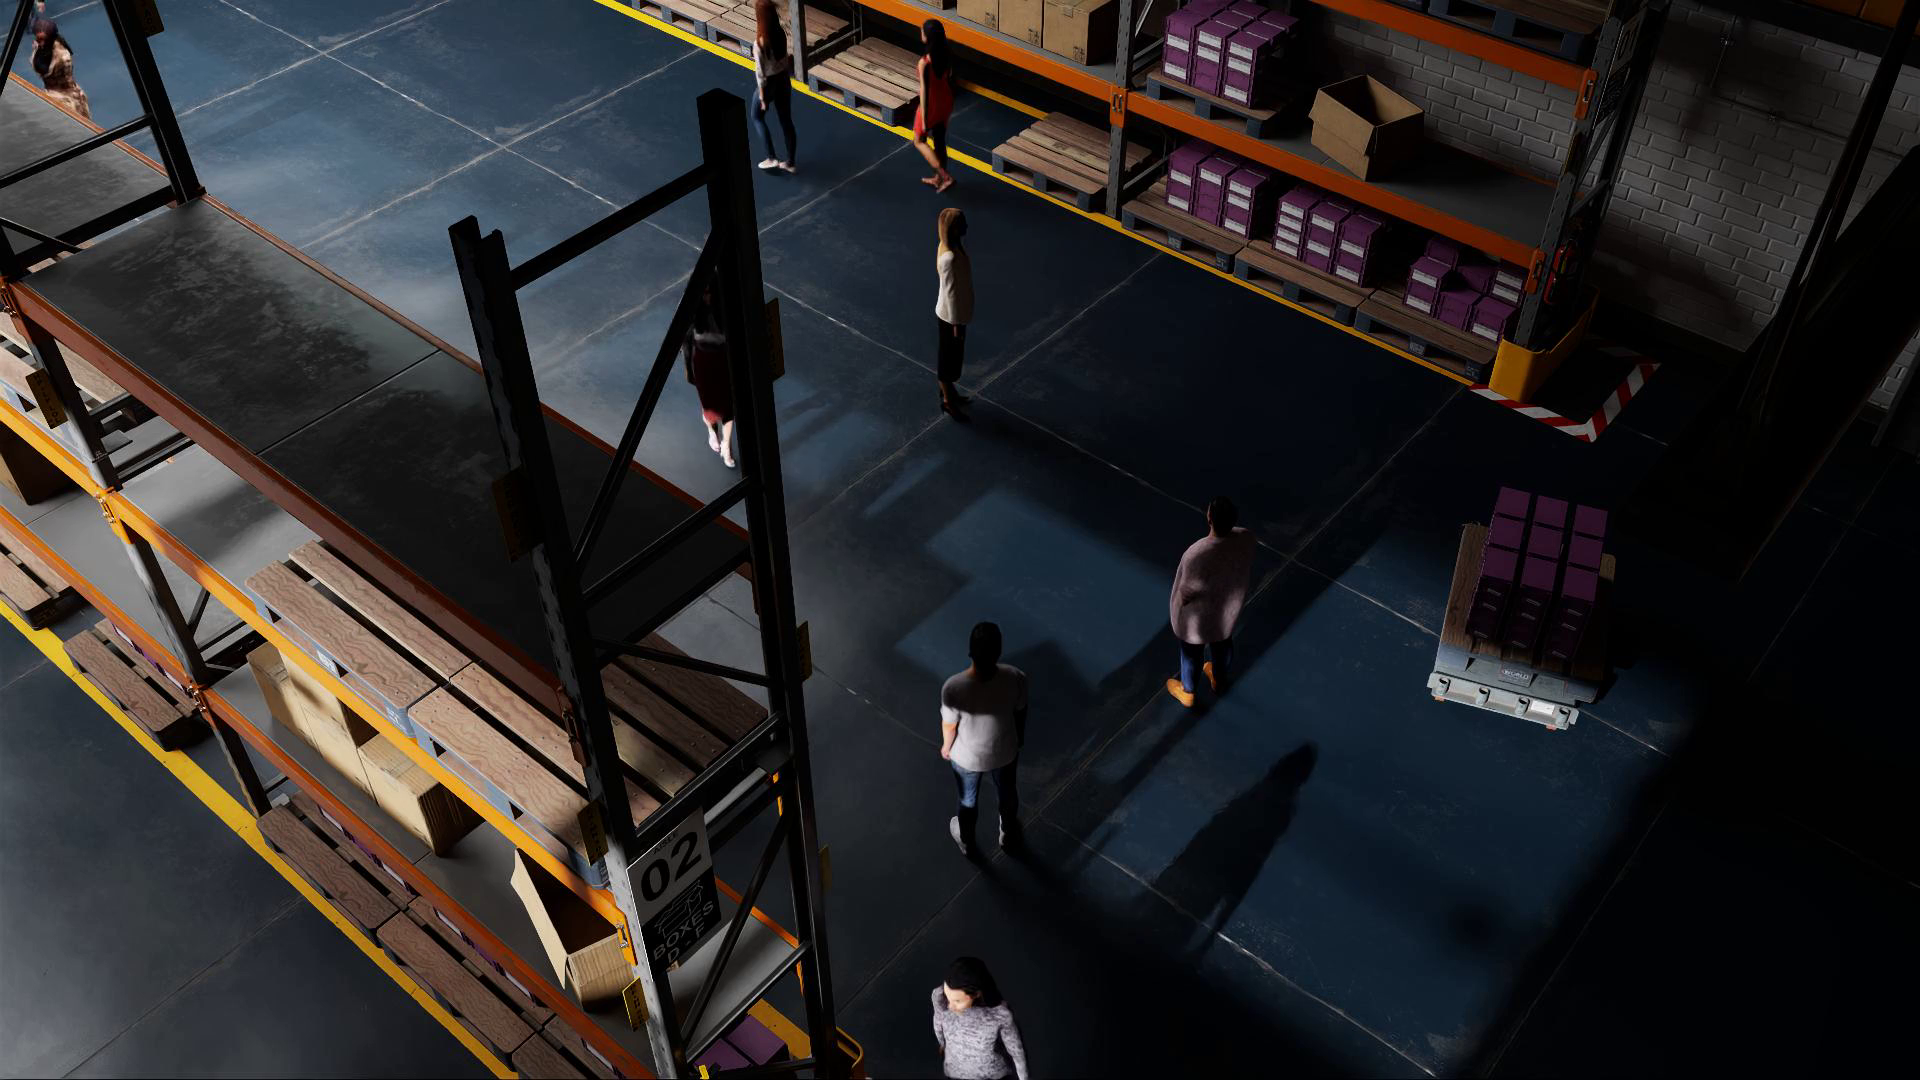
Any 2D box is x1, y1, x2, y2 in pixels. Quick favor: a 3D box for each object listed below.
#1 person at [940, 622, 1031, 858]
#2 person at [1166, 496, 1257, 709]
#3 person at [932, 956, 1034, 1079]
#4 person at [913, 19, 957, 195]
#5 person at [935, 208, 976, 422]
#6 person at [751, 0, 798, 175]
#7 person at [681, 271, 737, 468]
[{"bbox_3d":[0.144,1.168,9.669,0.757,1.890,0.782,-9,44,-9],"label":"person"},{"bbox_3d":[1.601,0.380,10.602,0.775,1.744,0.766,-19,47,-19],"label":"person"},{"bbox_3d":[0.124,2.535,8.382,1.220,1.685,1.080,9,44,9],"label":"person"},{"bbox_3d":[-0.160,-3.891,15.109,0.696,1.710,0.597,31,52,29],"label":"person"},{"bbox_3d":[-0.047,-1.726,12.729,0.725,1.859,0.680,-1,44,-1],"label":"person"},{"bbox_3d":[-1.655,-4.157,15.382,0.620,1.719,0.605,34,53,31],"label":"person"},{"bbox_3d":[-1.837,-1.304,12.371,0.726,1.742,0.755,-16,46,-16],"label":"person"}]
